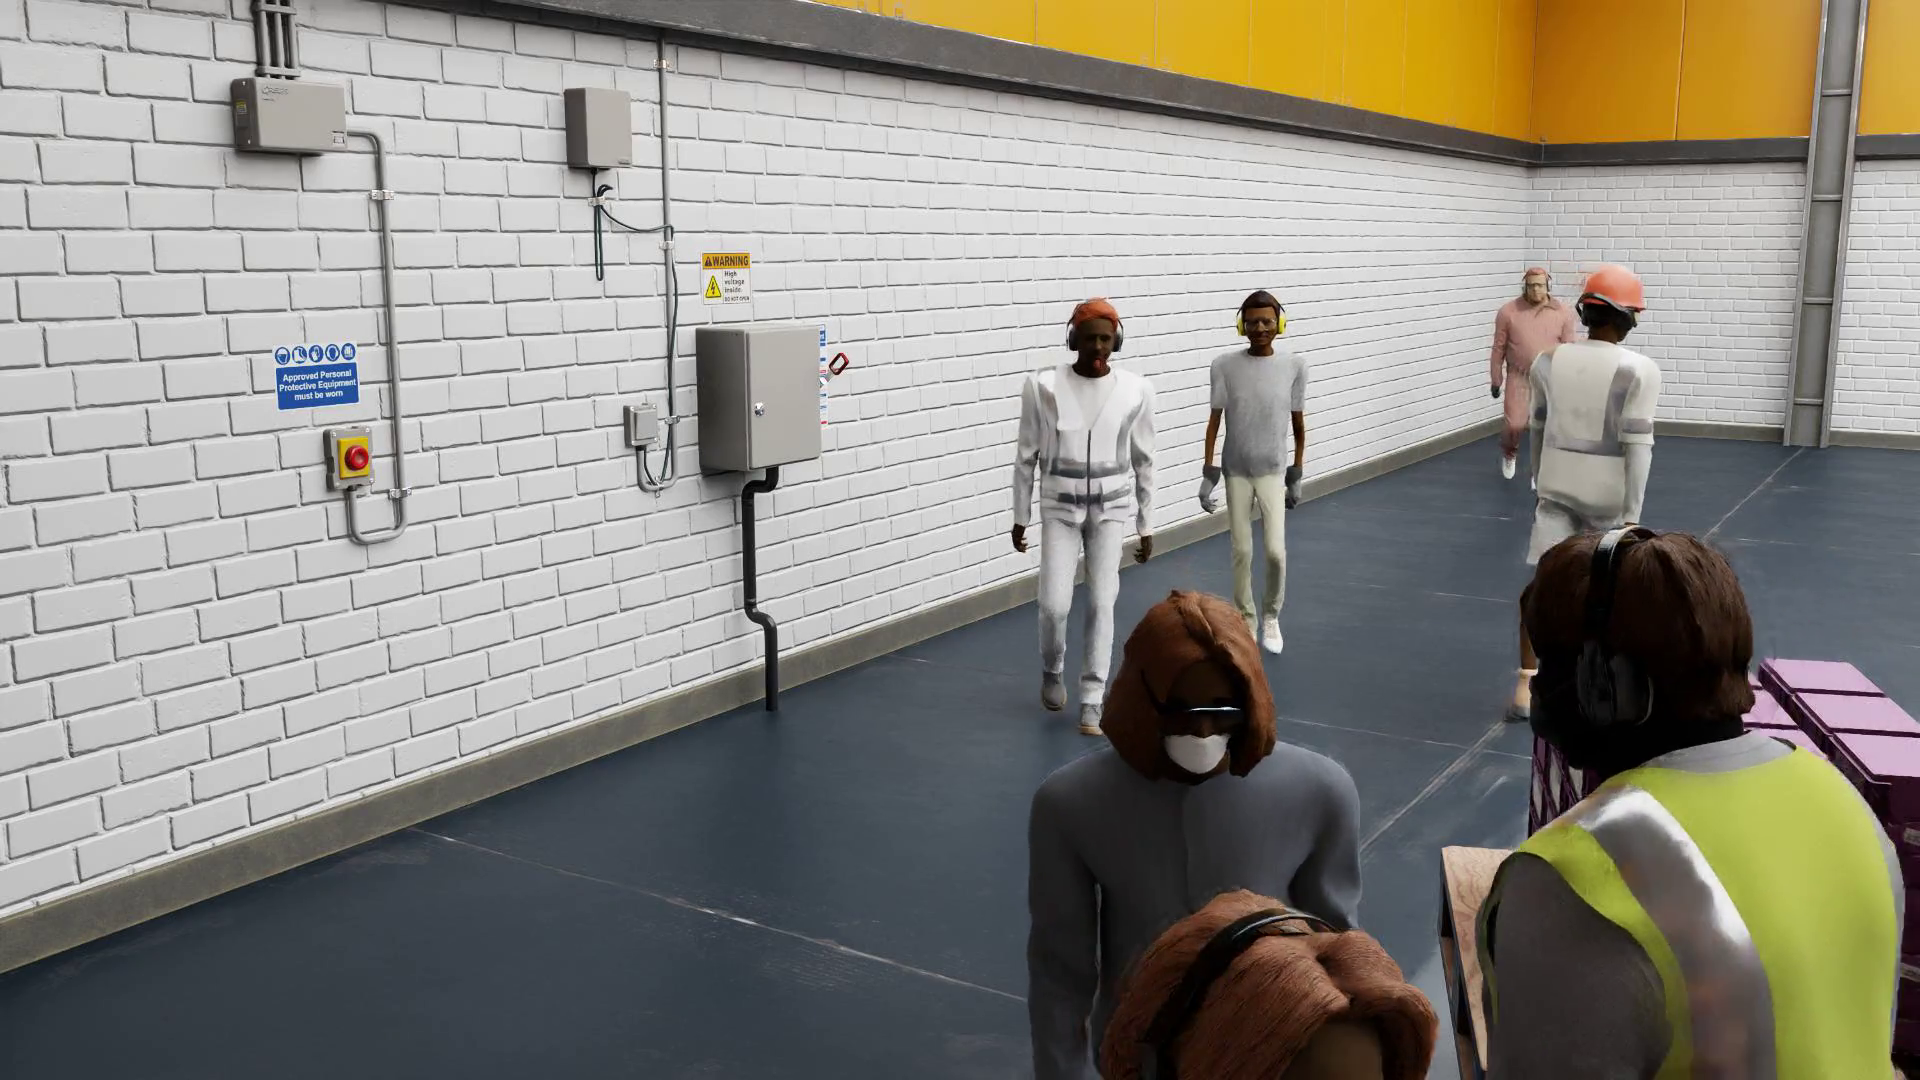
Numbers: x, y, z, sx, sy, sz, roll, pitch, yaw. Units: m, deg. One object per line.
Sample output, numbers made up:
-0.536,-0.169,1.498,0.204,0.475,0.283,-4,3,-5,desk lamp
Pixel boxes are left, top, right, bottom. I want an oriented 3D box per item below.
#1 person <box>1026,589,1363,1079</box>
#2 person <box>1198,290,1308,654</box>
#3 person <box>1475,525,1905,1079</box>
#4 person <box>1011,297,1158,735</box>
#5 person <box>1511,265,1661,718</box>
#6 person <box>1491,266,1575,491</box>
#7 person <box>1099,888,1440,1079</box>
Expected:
0.355,0.856,2.500,0.519,1.605,0.614,2,10,9,person
1.465,-0.317,8.367,0.524,1.845,0.423,2,10,12,person
0.877,0.897,1.821,0.684,1.805,0.684,-8,13,-38,person
0.530,-0.100,7.092,0.607,1.867,0.465,0,10,-2,person
2.808,-0.217,7.425,1.045,1.991,0.633,-10,14,-43,person
4.839,-1.368,14.075,0.670,1.887,0.506,3,11,14,person
0.187,1.067,1.322,0.559,1.633,0.377,-2,10,-9,person
